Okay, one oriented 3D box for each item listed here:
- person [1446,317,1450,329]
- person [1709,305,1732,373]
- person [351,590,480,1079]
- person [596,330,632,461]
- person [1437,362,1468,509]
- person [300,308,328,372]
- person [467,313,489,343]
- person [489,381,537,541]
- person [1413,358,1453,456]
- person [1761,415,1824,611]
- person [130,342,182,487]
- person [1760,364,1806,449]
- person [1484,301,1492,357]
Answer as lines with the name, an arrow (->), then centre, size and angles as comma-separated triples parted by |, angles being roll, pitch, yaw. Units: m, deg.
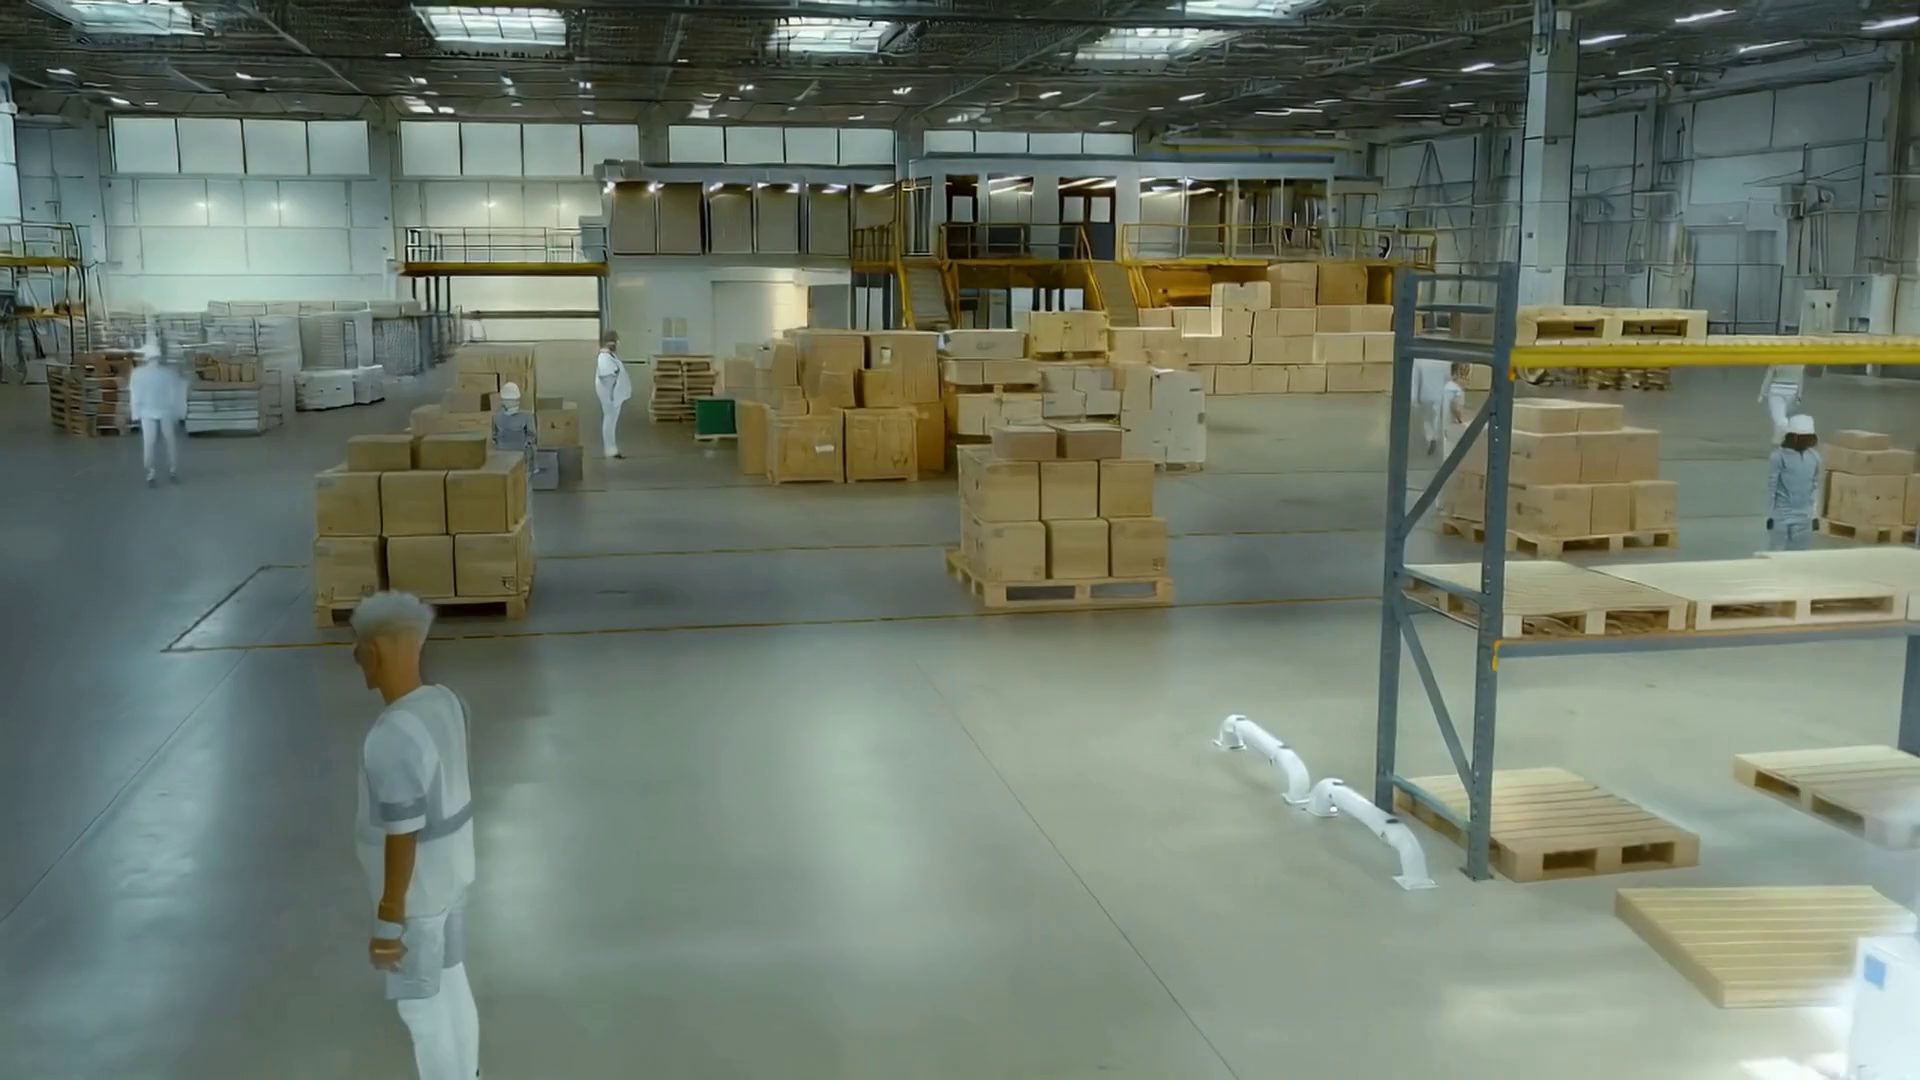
person -> 14.875, -6.072, 49.865 | 0.632, 1.822, 0.649 | 6, 11, 34
person -> 21.579, -5.696, 47.230 | 0.416, 1.936, 0.693 | -9, 13, -42
person -> -1.801, 1.131, 5.506 | 0.363, 1.963, 0.612 | 0, 9, 2
person -> -5.397, -2.262, 25.962 | 0.537, 2.000, 0.679 | -2, 9, -10
person -> 6.116, -1.289, 20.549 | 0.329, 1.873, 0.514 | -1, 9, -9
person -> -15.744, -4.630, 40.509 | 0.616, 2.010, 0.538 | 6, 11, 31
person -> -12.582, -5.021, 43.467 | 0.567, 1.827, 1.052 | -2, 10, -12
person -> -4.891, -0.854, 18.212 | 0.525, 1.770, 0.306 | 1, 9, 5
person -> 7.513, -2.275, 26.426 | 0.627, 1.924, 0.541 | 4, 10, 21
person -> 7.210, -0.214, 14.386 | 0.486, 1.744, 0.310 | -1, 9, -5
person -> -11.026, -1.720, 22.829 | 0.626, 1.987, 0.394 | -8, 12, -40
person -> 13.477, -2.351, 27.195 | 0.621, 1.819, 0.830 | -1, 9, -6
person -> 17.533, -6.973, 55.114 | 0.594, 1.892, 0.773 | -1, 9, -4
